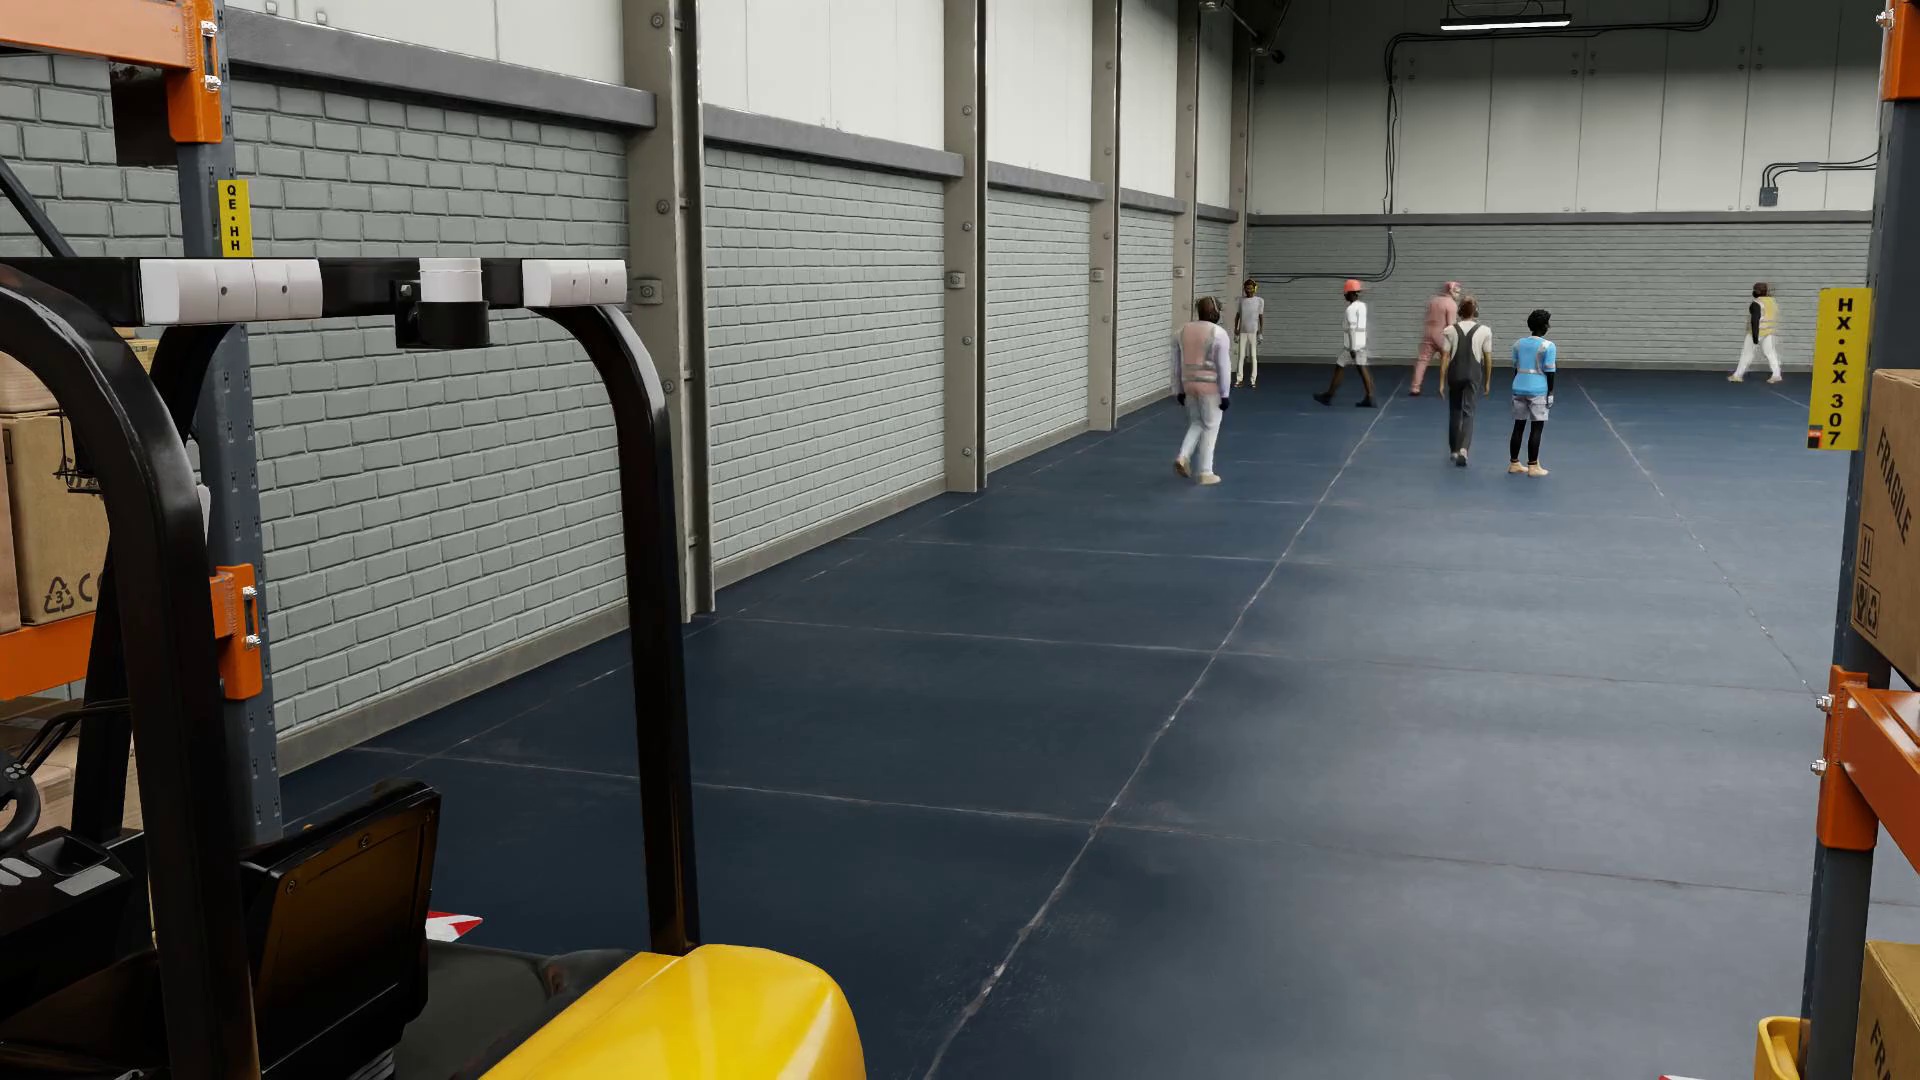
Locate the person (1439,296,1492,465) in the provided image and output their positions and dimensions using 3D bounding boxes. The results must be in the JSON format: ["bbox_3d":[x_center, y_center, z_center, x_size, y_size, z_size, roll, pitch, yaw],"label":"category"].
[{"bbox_3d":[5.420,-1.711,17.858,0.523,1.809,0.943,4,10,21],"label":"person"}]

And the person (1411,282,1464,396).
[{"bbox_3d":[7.707,-3.204,26.653,0.854,1.834,0.706,-3,10,-18],"label":"person"}]

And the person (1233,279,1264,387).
[{"bbox_3d":[4.967,-3.560,28.671,0.508,1.865,0.329,3,10,18],"label":"person"}]

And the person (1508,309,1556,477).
[{"bbox_3d":[5.798,-1.485,16.833,0.321,1.689,0.529,-6,11,-30],"label":"person"}]

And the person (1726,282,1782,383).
[{"bbox_3d":[14.317,-3.702,29.749,0.630,1.799,0.972,-6,11,-32],"label":"person"}]

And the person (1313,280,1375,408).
[{"bbox_3d":[5.783,-2.919,24.781,0.955,1.887,0.556,8,13,40],"label":"person"}]

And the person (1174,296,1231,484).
[{"bbox_3d":[2.390,-1.450,16.190,0.441,1.831,0.648,-8,12,-40],"label":"person"}]
